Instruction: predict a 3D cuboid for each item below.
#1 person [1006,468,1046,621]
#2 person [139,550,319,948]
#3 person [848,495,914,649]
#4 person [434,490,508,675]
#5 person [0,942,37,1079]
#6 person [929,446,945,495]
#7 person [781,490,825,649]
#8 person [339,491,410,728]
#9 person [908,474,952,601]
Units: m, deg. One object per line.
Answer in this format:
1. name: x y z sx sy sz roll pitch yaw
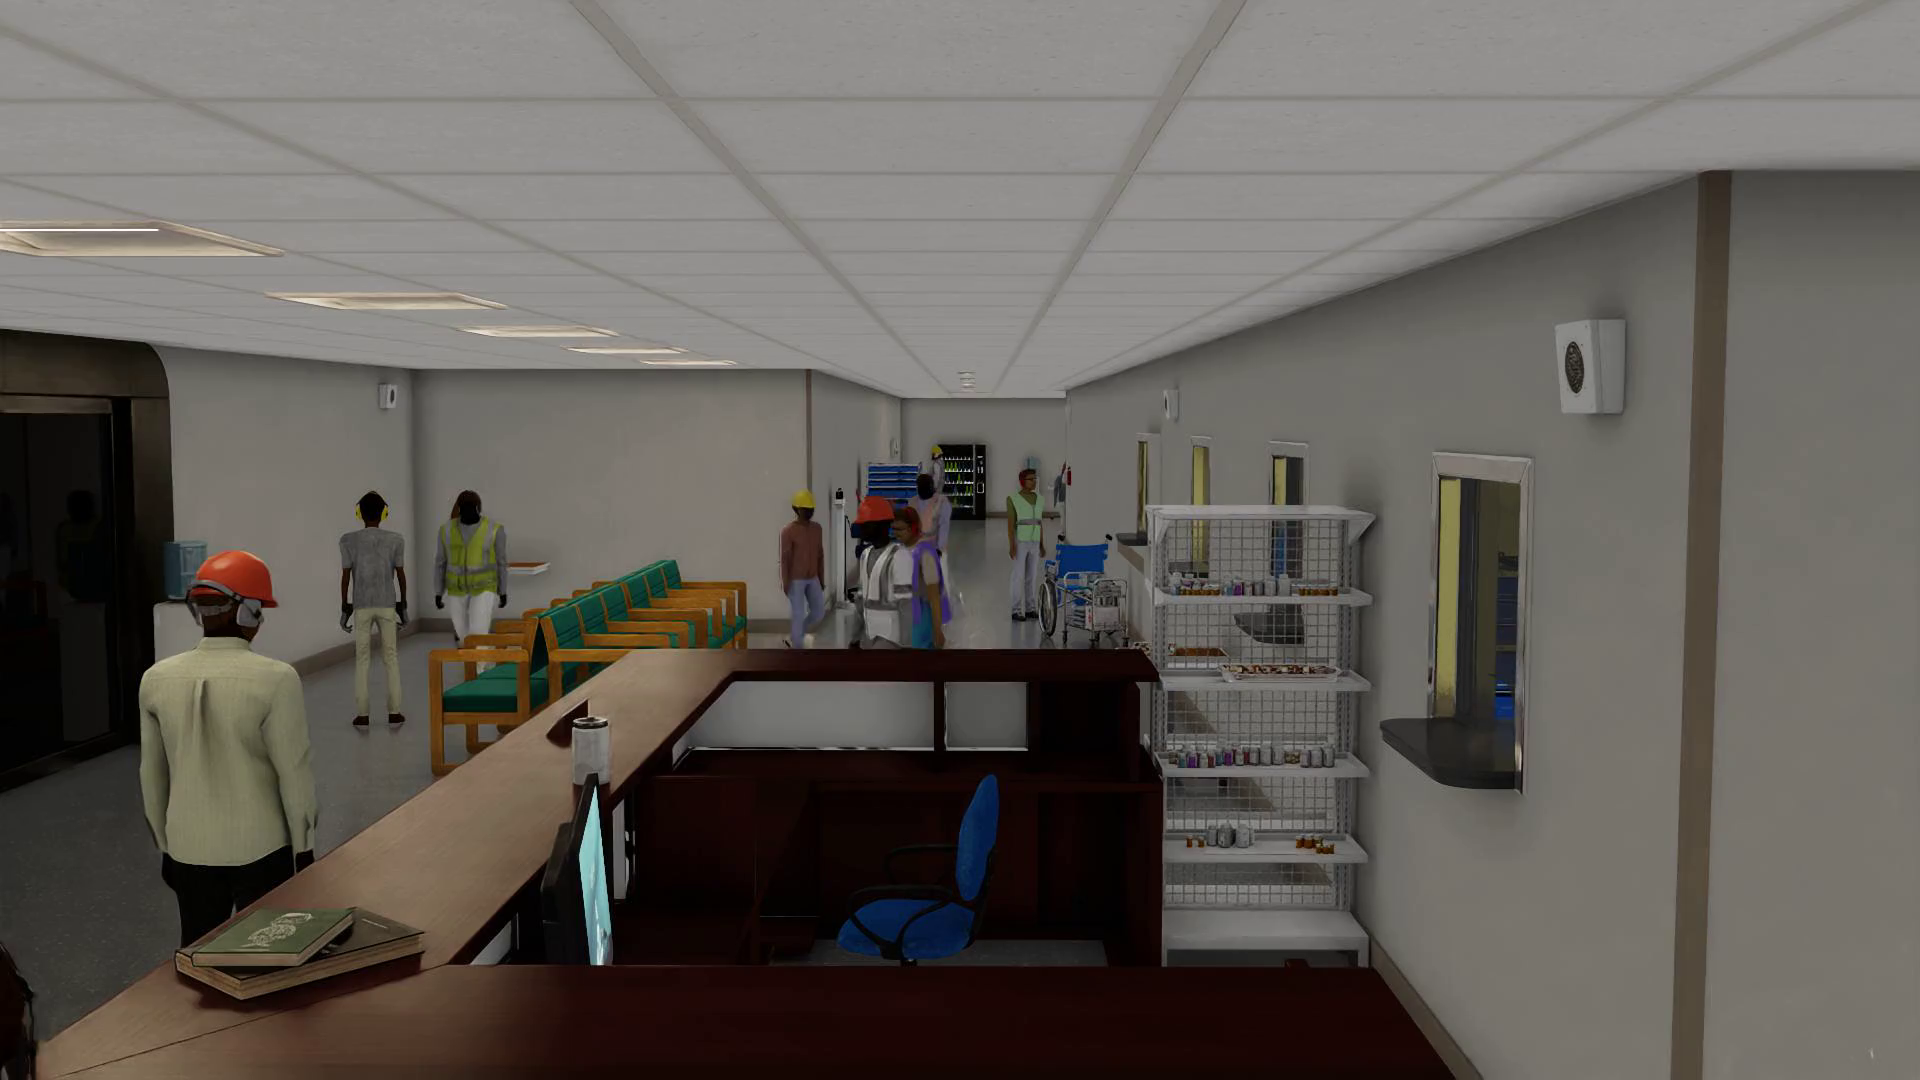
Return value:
1. person: 0.801 0.052 20.272 0.565 1.850 0.390 -4 5 -41
2. person: -2.444 1.028 5.630 0.608 1.985 0.394 1 4 10
3. person: -0.617 0.655 11.378 0.739 1.908 0.570 -2 5 -30
4. person: -4.434 0.441 15.145 0.632 1.815 0.848 0 4 -1
5. person: -1.205 1.365 2.006 0.633 1.836 0.429 -2 5 -29
6. person: -0.557 -1.302 39.365 0.404 1.837 0.590 1 4 8
7. person: -1.562 0.381 16.301 0.454 1.752 0.541 4 6 42
8. person: -4.640 0.548 13.175 0.528 1.871 0.323 -2 4 -22
9. person: -0.392 0.088 20.265 0.615 1.787 0.988 2 5 26
